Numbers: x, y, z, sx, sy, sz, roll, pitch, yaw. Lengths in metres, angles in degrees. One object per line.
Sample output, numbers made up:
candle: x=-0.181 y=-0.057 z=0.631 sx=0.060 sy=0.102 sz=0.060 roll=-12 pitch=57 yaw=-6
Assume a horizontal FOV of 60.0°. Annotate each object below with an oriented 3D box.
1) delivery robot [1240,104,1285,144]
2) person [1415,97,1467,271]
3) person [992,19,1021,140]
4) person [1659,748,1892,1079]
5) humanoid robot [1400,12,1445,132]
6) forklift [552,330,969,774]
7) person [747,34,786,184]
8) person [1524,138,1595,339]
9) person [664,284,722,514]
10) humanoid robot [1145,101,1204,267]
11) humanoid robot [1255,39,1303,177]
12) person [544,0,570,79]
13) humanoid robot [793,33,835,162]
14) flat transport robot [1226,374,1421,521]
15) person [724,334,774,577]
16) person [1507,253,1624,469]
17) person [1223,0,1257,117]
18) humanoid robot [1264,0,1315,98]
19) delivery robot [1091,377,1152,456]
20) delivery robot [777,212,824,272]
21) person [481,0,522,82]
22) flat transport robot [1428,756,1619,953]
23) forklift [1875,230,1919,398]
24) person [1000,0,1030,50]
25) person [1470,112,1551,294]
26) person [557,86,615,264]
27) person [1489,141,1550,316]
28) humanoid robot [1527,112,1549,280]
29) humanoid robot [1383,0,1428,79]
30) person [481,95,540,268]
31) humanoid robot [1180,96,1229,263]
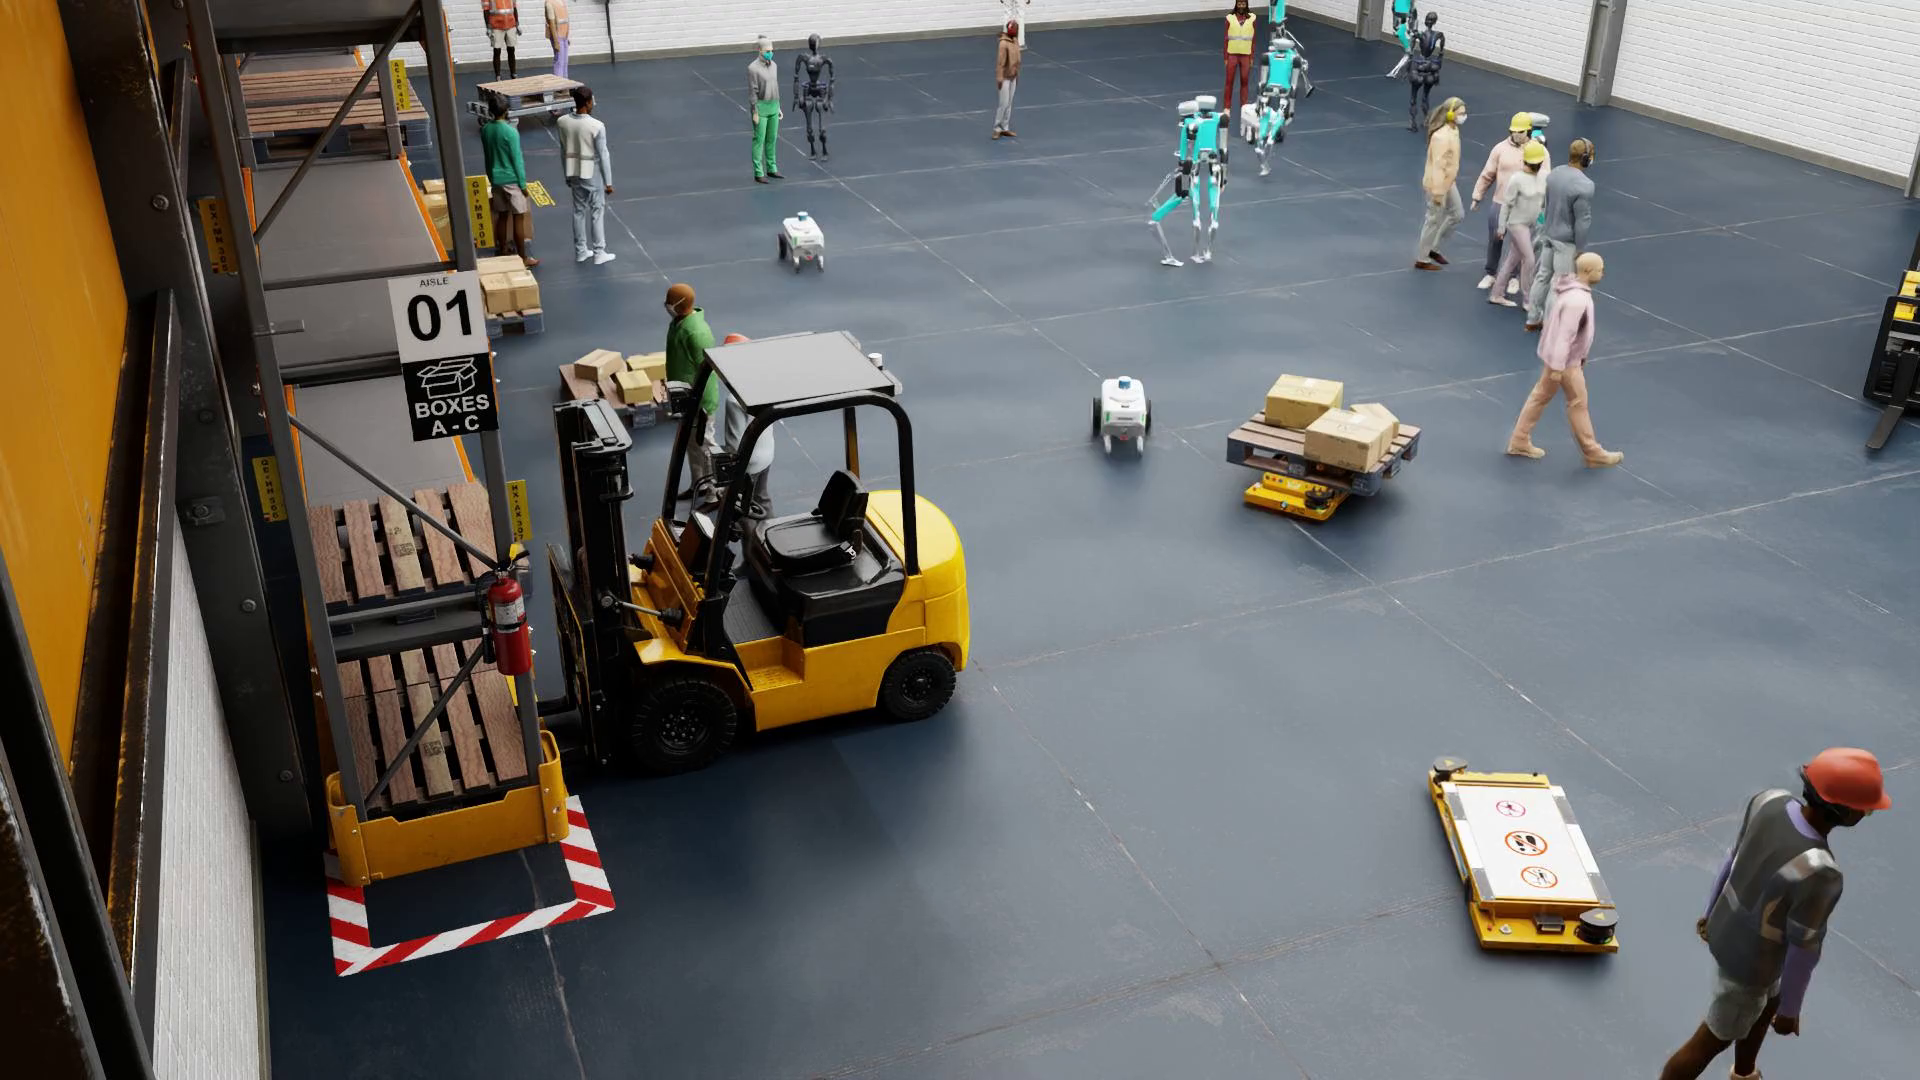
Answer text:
delivery robot: x=4.229 y=-5.872 z=23.371 sx=0.499 sy=0.614 sz=0.789 roll=-5 pitch=27 yaw=-10
person: x=5.168 y=-3.779 z=17.732 sx=0.504 sy=1.857 sz=0.596 roll=15 pitch=30 yaw=27
person: x=0.642 y=-6.451 z=23.288 sx=0.366 sy=1.642 sz=0.493 roll=15 pitch=30 yaw=28
person: x=3.293 y=1.676 z=6.754 sx=0.867 sy=1.988 sz=0.617 roll=3 pitch=27 yaw=5
humanoid robot: x=6.576 y=-6.680 z=23.707 sx=0.585 sy=1.653 sz=0.383 roll=-7 pitch=28 yaw=-14
forklift: x=-1.094 y=0.010 z=9.831 sx=2.313 sy=2.155 sz=1.214 roll=-10 pitch=28 yaw=-20
person: x=-2.469 y=-5.494 z=21.153 sx=0.340 sy=1.853 sz=0.514 roll=18 pitch=32 yaw=32
person: x=5.732 y=-2.850 z=15.808 sx=0.361 sy=1.932 sz=0.628 roll=-8 pitch=28 yaw=-15
person: x=-1.989 y=-1.057 z=12.406 sx=0.385 sy=1.781 sz=0.541 roll=-14 pitch=30 yaw=-26
humanoid robot: x=2.253 y=-3.826 z=17.967 sx=0.690 sy=1.798 sz=0.543 roll=4 pitch=27 yaw=7
humanoid robot: x=3.941 y=-5.411 z=21.152 sx=0.543 sy=1.774 sz=0.859 roll=15 pitch=30 yaw=27
person: x=-6.155 y=-7.691 z=25.529 sx=0.383 sy=1.845 sz=0.569 roll=2 pitch=27 yaw=4
humanoid robot: x=-1.947 y=-5.875 z=22.097 sx=0.590 sy=1.646 sz=0.380 roll=4 pitch=27 yaw=8
flat transport robot: x=2.838 y=-0.554 z=13.089 sx=0.659 sy=0.231 sz=1.431 roll=17 pitch=31 yaw=30
person: x=-1.475 y=-0.589 z=11.525 sx=0.350 sy=1.737 sz=0.572 roll=9 pitch=28 yaw=17
person: x=4.898 y=-1.420 z=13.176 sx=0.910 sy=1.730 sz=0.548 roll=6 pitch=27 yaw=12
person: x=4.110 y=-7.143 z=24.536 sx=0.460 sy=1.766 sz=0.382 roll=2 pitch=27 yaw=3
humanoid robot: x=5.170 y=-7.690 z=25.663 sx=0.958 sy=1.767 sz=0.532 roll=12 pitch=29 yaw=22
delivery robot: x=1.352 y=-1.068 z=13.787 sx=0.499 sy=0.588 sz=0.774 roll=1 pitch=27 yaw=2
delivery robot: x=-1.719 y=-3.291 z=18.217 sx=0.499 sy=0.596 sz=0.775 roll=-7 pitch=27 yaw=-13
person: x=-7.229 y=-8.136 z=26.284 sx=0.602 sy=1.966 sz=0.368 roll=-20 pitch=33 yaw=-34
flat transport robot: x=2.931 y=1.631 z=8.744 sx=0.659 sy=0.231 sz=1.431 roll=2 pitch=27 yaw=3
forklift: x=9.029 y=-2.397 z=14.618 sx=1.214 sy=2.155 sz=2.313 roll=18 pitch=32 yaw=32
person: x=0.966 y=-9.589 z=29.265 sx=0.573 sy=1.884 sz=0.356 roll=6 pitch=27 yaw=12
person: x=5.710 y=-3.492 z=17.169 sx=0.823 sy=1.856 sz=0.434 roll=14 pitch=30 yaw=25
person: x=-4.042 y=-3.931 z=17.987 sx=0.600 sy=1.907 sz=0.398 roll=11 pitch=29 yaw=20
person: x=5.641 y=-3.100 z=16.528 sx=0.506 sy=1.727 sz=0.641 roll=-22 pitch=34 yaw=-37
humanoid robot: x=6.131 y=-3.597 z=17.529 sx=0.693 sy=1.801 sz=0.530 roll=-4 pitch=27 yaw=-8
humanoid robot: x=7.348 y=-8.309 z=26.926 sx=1.030 sy=1.749 sz=0.544 roll=-14 pitch=30 yaw=-26
person: x=-4.886 y=-3.841 z=17.881 sx=0.501 sy=1.843 sz=0.395 roll=14 pitch=30 yaw=26
humanoid robot: x=2.657 y=-3.865 z=18.040 sx=0.535 sy=1.766 sz=0.768 roll=0 pitch=27 yaw=0
